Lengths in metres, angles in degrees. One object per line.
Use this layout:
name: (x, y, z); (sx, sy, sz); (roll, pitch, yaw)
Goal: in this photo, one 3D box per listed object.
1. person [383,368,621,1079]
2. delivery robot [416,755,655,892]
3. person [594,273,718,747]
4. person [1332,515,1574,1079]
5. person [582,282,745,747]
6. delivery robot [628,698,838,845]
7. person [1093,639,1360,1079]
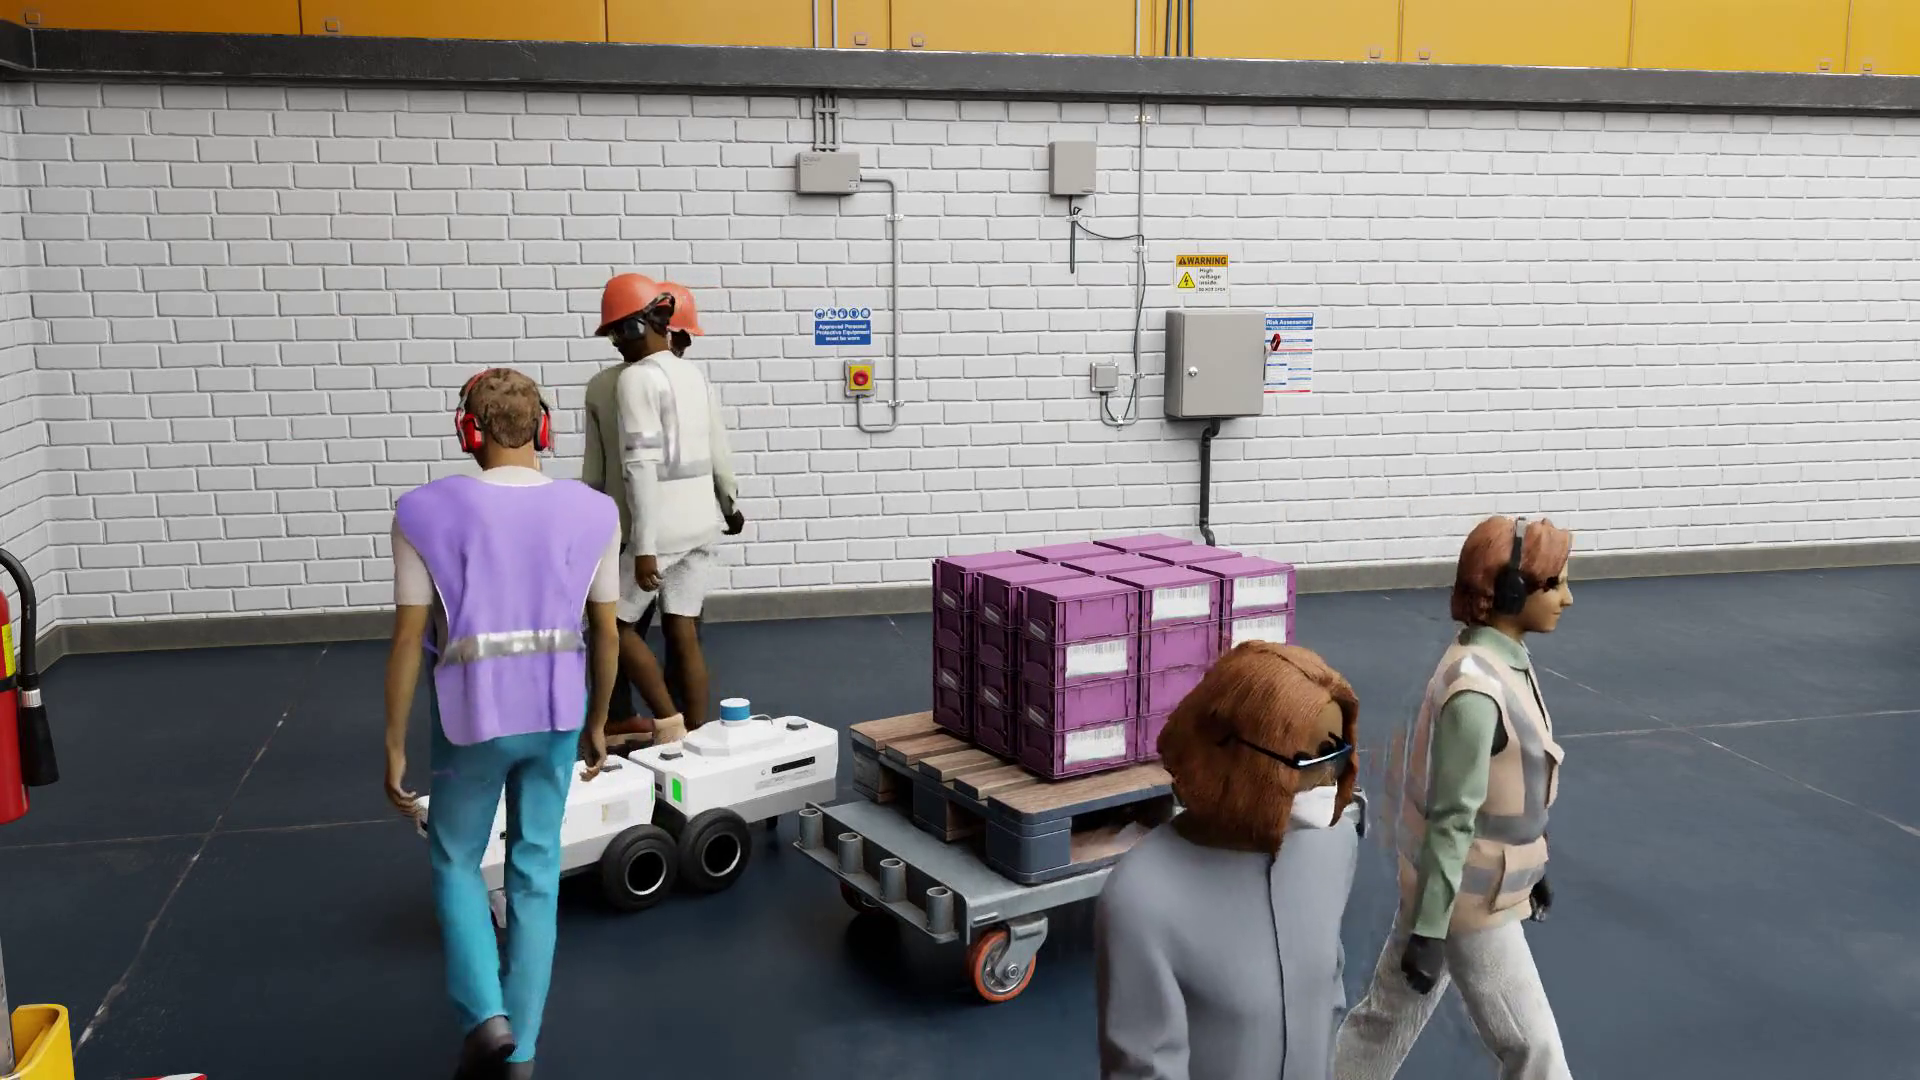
person: (-1.134, 0.482, 4.175); (0.622, 1.809, 0.481); (-6, 12, -28)
delivery robot: (-1.333, 0.872, 5.260); (0.707, 0.478, 0.477); (-9, 13, -41)
person: (-1.175, -0.026, 6.481); (0.533, 1.995, 0.652); (4, 11, 19)
person: (1.081, 0.732, 3.433); (0.887, 1.584, 0.518); (3, 11, 18)
person: (-1.200, -0.071, 6.859); (0.646, 1.954, 0.544); (5, 12, 27)
delivery robot: (-0.768, 0.789, 5.720); (0.707, 0.478, 0.477); (-9, 13, -41)
person: (0.422, 0.929, 2.289); (0.507, 1.604, 0.748); (-7, 12, -33)
